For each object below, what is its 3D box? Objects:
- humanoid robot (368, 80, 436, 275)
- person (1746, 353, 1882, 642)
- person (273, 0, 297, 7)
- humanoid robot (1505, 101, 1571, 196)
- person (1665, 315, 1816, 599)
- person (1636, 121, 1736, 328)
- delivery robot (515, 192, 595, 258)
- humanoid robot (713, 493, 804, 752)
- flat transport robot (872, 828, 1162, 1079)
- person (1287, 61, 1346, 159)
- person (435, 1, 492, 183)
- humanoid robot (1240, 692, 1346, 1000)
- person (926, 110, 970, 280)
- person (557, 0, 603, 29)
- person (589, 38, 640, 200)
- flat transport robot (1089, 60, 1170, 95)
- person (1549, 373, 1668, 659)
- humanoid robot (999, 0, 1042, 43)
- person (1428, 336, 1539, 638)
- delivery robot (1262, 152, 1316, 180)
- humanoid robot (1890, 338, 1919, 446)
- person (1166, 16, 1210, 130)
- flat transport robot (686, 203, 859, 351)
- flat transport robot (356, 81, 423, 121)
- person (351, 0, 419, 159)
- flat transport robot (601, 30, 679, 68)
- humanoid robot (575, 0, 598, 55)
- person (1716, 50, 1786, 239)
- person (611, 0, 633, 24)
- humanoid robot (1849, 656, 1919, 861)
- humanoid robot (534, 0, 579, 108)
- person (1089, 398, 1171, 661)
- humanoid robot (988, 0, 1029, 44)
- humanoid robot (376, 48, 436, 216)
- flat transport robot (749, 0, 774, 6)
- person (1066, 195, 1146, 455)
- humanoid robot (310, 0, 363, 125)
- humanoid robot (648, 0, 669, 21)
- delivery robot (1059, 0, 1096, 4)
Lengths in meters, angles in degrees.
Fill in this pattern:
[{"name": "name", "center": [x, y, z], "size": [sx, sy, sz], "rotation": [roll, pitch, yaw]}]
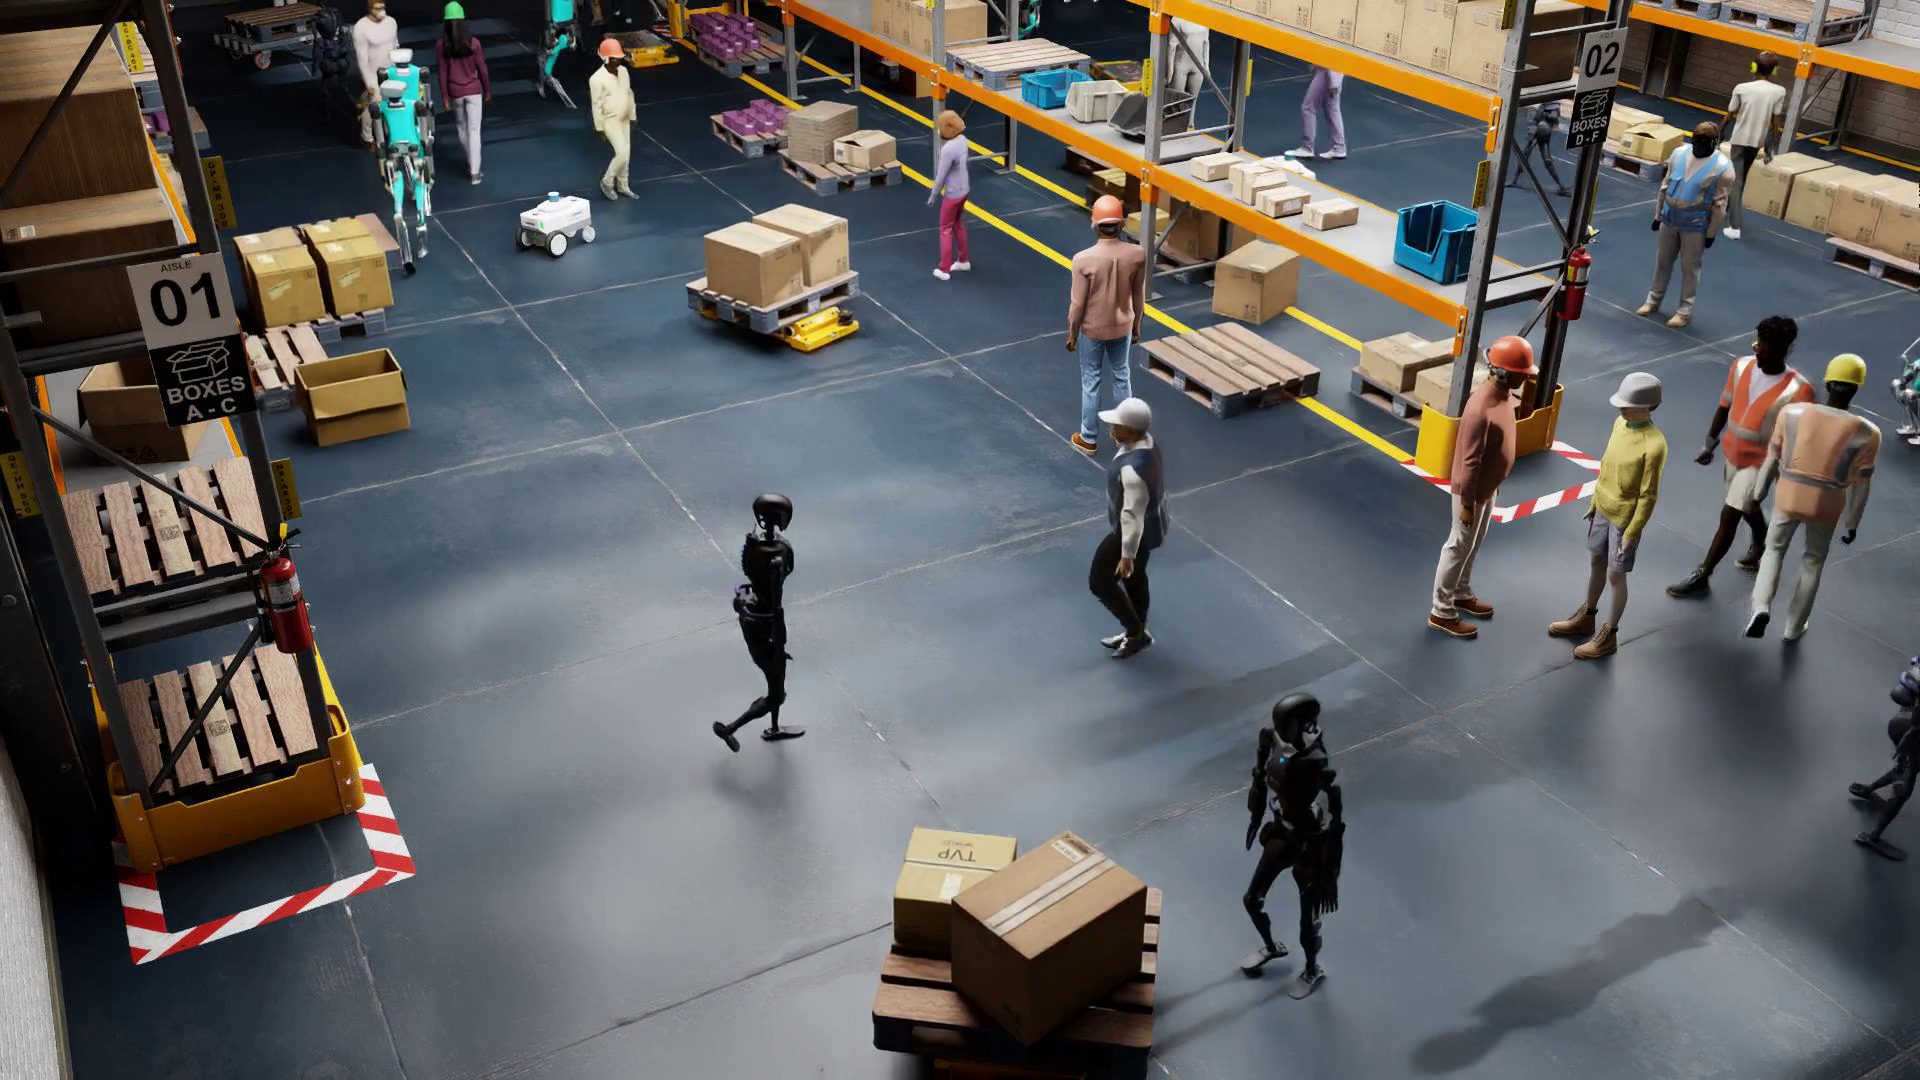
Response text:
[{"name": "humanoid robot", "center": [-5.308, -3.409, 15.898], "size": [0.537, 1.768, 0.984], "rotation": [-5, 30, -9]}, {"name": "person", "center": [5.157, -0.206, 10.135], "size": [0.645, 1.894, 0.589], "rotation": [20, 35, 30]}, {"name": "person", "center": [-10.027, -8.480, 24.597], "size": [0.429, 1.842, 0.625], "rotation": [12, 32, 20]}, {"name": "humanoid robot", "center": [6.339, -4.532, 17.954], "size": [0.780, 1.644, 0.589], "rotation": [13, 32, 21]}, {"name": "person", "center": [5.150, -0.567, 10.751], "size": [0.974, 1.919, 0.644], "rotation": [-11, 32, -19]}, {"name": "person", "center": [6.426, -2.798, 14.717], "size": [0.430, 1.837, 0.631], "rotation": [-18, 35, -29]}, {"name": "delivery robot", "center": [-4.047, -3.180, 16.653], "size": [0.499, 0.589, 0.782], "rotation": [19, 35, 29]}, {"name": "humanoid robot", "center": [-1.162, 0.465, 9.202], "size": [0.550, 1.637, 0.614], "rotation": [-10, 31, -16]}, {"name": "flat transport robot", "center": [0.298, 2.103, 7.749], "size": [0.659, 0.231, 1.431], "rotation": [5, 30, 8]}, {"name": "person", "center": [4.153, -5.275, 18.993], "size": [0.778, 1.865, 0.662], "rotation": [12, 32, 20]}, {"name": "person", "center": [-5.469, -4.994, 18.453], "size": [0.513, 1.914, 0.856], "rotation": [-3, 30, -5]}, {"name": "humanoid robot", "center": [1.530, 1.385, 7.584], "size": [0.319, 1.649, 0.610], "rotation": [-17, 34, -27]}, {"name": "person", "center": [-0.085, -3.279, 15.756], "size": [0.353, 1.622, 0.548], "rotation": [10, 31, 17]}, {"name": "person", "center": [-5.763, -8.465, 24.699], "size": [0.571, 1.693, 0.893], "rotation": [25, 38, 36]}, {"name": "person", "center": [-3.632, -4.450, 17.683], "size": [0.382, 1.737, 0.568], "rotation": [12, 32, 20]}, {"name": "flat transport robot", "center": [2.226, -6.103, 22.034], "size": [0.659, 0.231, 1.431], "rotation": [-9, 31, -15]}, {"name": "person", "center": [3.980, -0.153, 10.058], "size": [0.397, 1.884, 0.474], "rotation": [-7, 31, -11]}, {"name": "humanoid robot", "center": [0.770, -6.850, 21.864], "size": [0.748, 1.798, 0.530], "rotation": [12, 32, 20]}, {"name": "person", "center": [3.228, -0.335, 10.274], "size": [0.402, 1.986, 0.610], "rotation": [18, 34, 28]}, {"name": "delivery robot", "center": [3.497, -3.870, 17.856], "size": [0.499, 0.592, 0.774], "rotation": [-10, 31, -17]}, {"name": "humanoid robot", "center": [7.391, -1.519, 12.505], "size": [0.699, 1.722, 0.532], "rotation": [-3, 30, -5]}, {"name": "person", "center": [2.661, -5.528, 19.402], "size": [0.565, 1.896, 0.376], "rotation": [-11, 32, -19]}, {"name": "flat transport robot", "center": [-1.660, -2.047, 14.974], "size": [1.431, 0.231, 0.659], "rotation": [22, 37, 34]}, {"name": "flat transport robot", "center": [-7.238, -5.609, 21.173], "size": [0.659, 0.231, 1.431], "rotation": [-4, 30, -7]}, {"name": "person", "center": [-6.655, -5.333, 19.080], "size": [0.990, 1.895, 0.660], "rotation": [19, 35, 29]}, {"name": "flat transport robot", "center": [-4.534, -6.948, 23.505], "size": [0.659, 0.231, 1.431], "rotation": [-15, 33, -25]}, {"name": "humanoid robot", "center": [-5.433, -7.688, 23.443], "size": [0.616, 1.615, 0.802], "rotation": [-23, 37, -34]}, {"name": "person", "center": [7.967, -4.046, 16.902], "size": [0.532, 1.812, 0.975], "rotation": [3, 30, 5]}, {"name": "person", "center": [-5.155, -8.813, 25.208], "size": [0.521, 1.810, 0.900], "rotation": [-6, 30, -10]}, {"name": "humanoid robot", "center": [4.939, 0.831, 8.562], "size": [0.405, 1.640, 0.608], "rotation": [25, 38, 36]}, {"name": "humanoid robot", "center": [-5.256, -6.375, 21.096], "size": [1.023, 1.771, 0.544], "rotation": [19, 35, 30]}, {"name": "person", "center": [1.029, -0.060, 10.025], "size": [0.459, 1.747, 0.736], "rotation": [8, 31, 14]}, {"name": "humanoid robot", "center": [0.764, -7.807, 23.620], "size": [0.679, 1.626, 0.608], "rotation": [9, 31, 15]}, {"name": "humanoid robot", "center": [-5.772, -4.316, 17.476], "size": [0.554, 1.786, 0.828], "rotation": [-10, 31, -16]}, {"name": "flat transport robot", "center": [-2.702, -8.820, 26.764], "size": [1.431, 0.231, 0.659], "rotation": [-21, 36, -32]}, {"name": "person", "center": [1.081, -1.602, 12.472], "size": [0.619, 1.990, 0.394], "rotation": [-11, 32, -18]}, {"name": "humanoid robot", "center": [-7.663, -5.897, 20.277], "size": [0.607, 1.638, 0.598], "rotation": [10, 31, 17]}, {"name": "humanoid robot", "center": [-4.534, -8.650, 25.007], "size": [0.767, 1.794, 0.550], "rotation": [-14, 33, -23]}, {"name": "delivery robot", "center": [1.836, -8.904, 26.631], "size": [0.807, 0.603, 0.499], "rotation": [-8, 31, -14]}]
